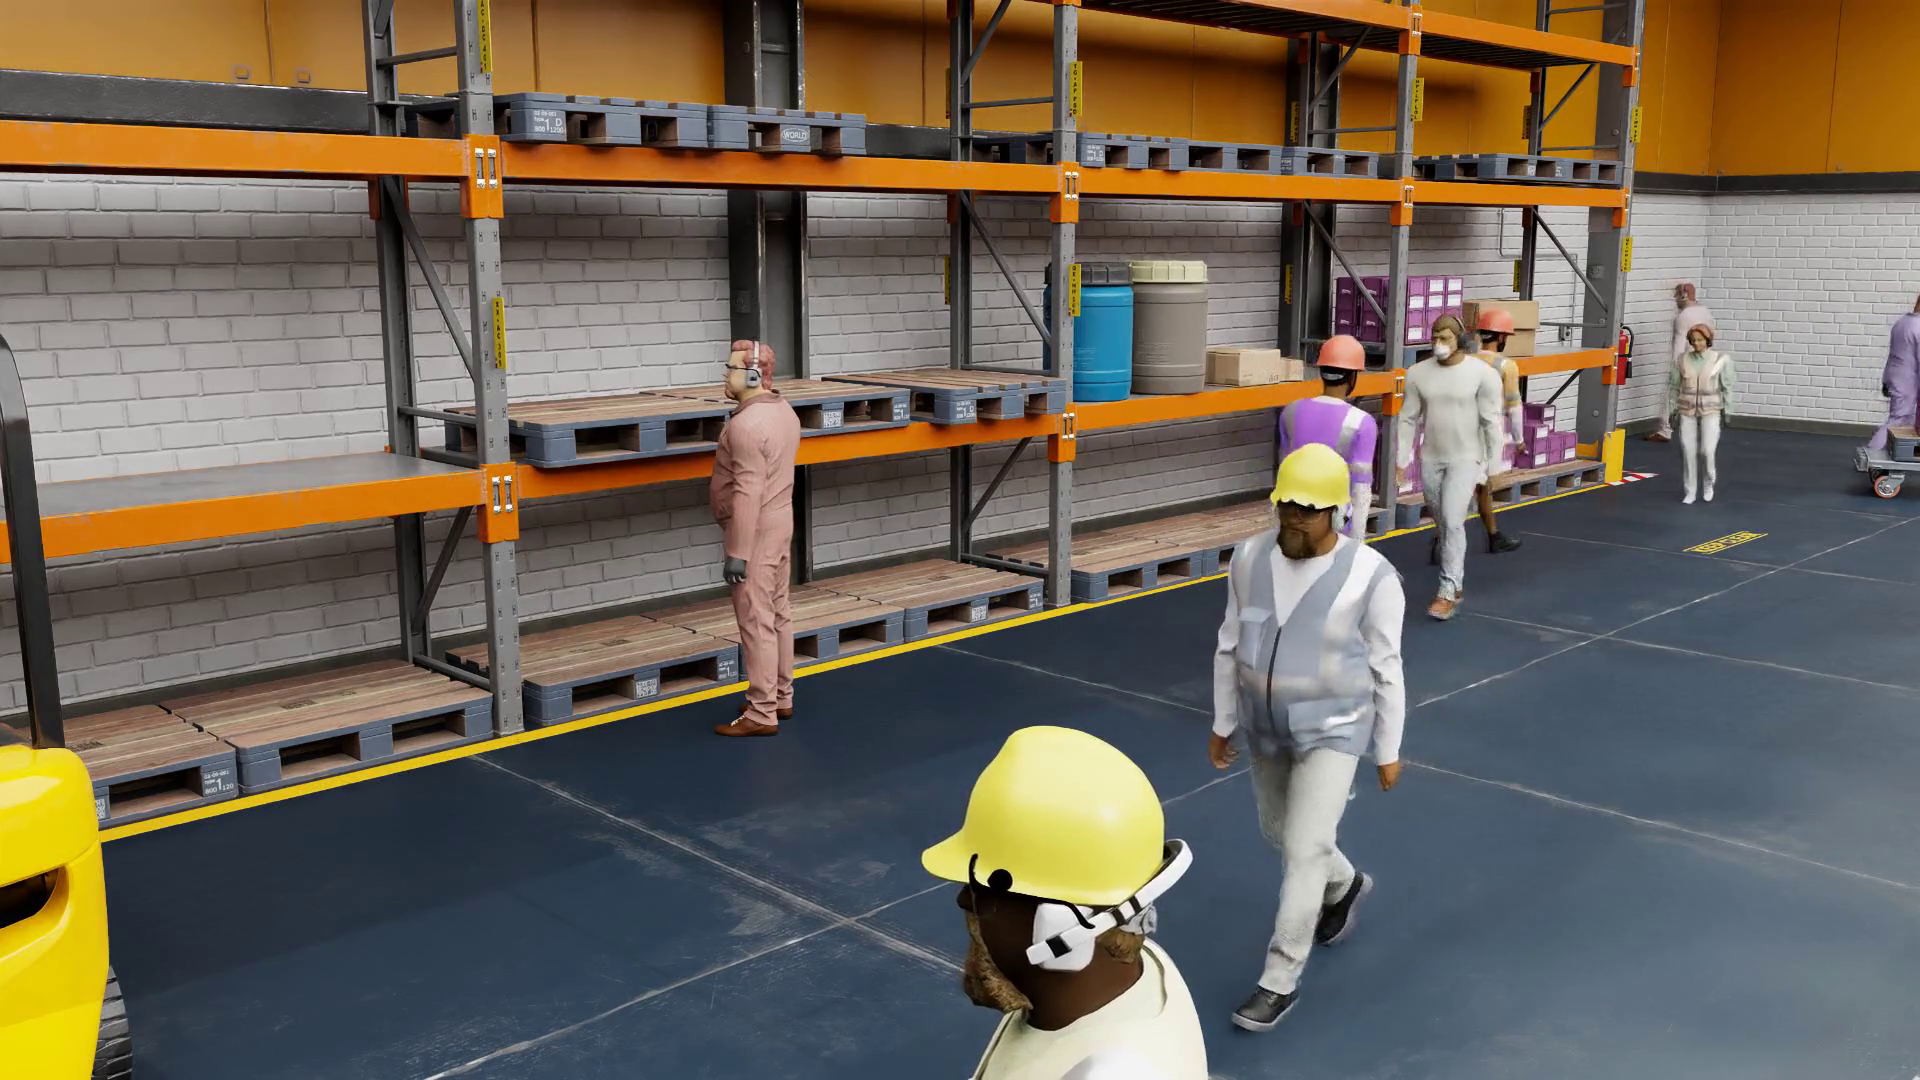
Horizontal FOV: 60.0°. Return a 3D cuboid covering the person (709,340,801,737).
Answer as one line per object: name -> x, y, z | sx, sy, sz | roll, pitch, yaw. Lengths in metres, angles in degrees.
person -> -1.001, -0.009, 8.045 | 0.410, 1.913, 0.651 | 2, 11, 12

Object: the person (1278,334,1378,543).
person -> 1.798, -0.074, 8.421 | 0.570, 1.913, 0.781 | 8, 13, 37

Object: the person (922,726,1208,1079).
person -> 0.120, 1.123, 2.091 | 0.403, 1.833, 0.586 | 1, 10, 4

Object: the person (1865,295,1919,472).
person -> 9.539, -1.591, 16.836 | 0.836, 1.858, 0.713 | 1, 10, 6

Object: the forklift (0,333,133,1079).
forklift -> -3.289, 0.485, 4.582 | 1.214, 2.155, 2.313 | -10, 14, -44

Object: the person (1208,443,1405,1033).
person -> 1.119, 0.565, 5.247 | 0.590, 1.802, 0.858 | 10, 14, 42

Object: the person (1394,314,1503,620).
person -> 3.046, -0.464, 10.528 | 0.637, 1.901, 0.875 | 10, 14, 43

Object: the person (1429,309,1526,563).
person -> 3.846, -0.762, 12.287 | 1.014, 1.879, 0.528 | -5, 12, -27

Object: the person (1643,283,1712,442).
person -> 8.490, -2.066, 19.462 | 0.808, 1.857, 0.556 | -8, 13, -38

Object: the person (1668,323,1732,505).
person -> 6.598, -1.119, 14.867 | 0.530, 1.622, 0.372 | 8, 13, 36
